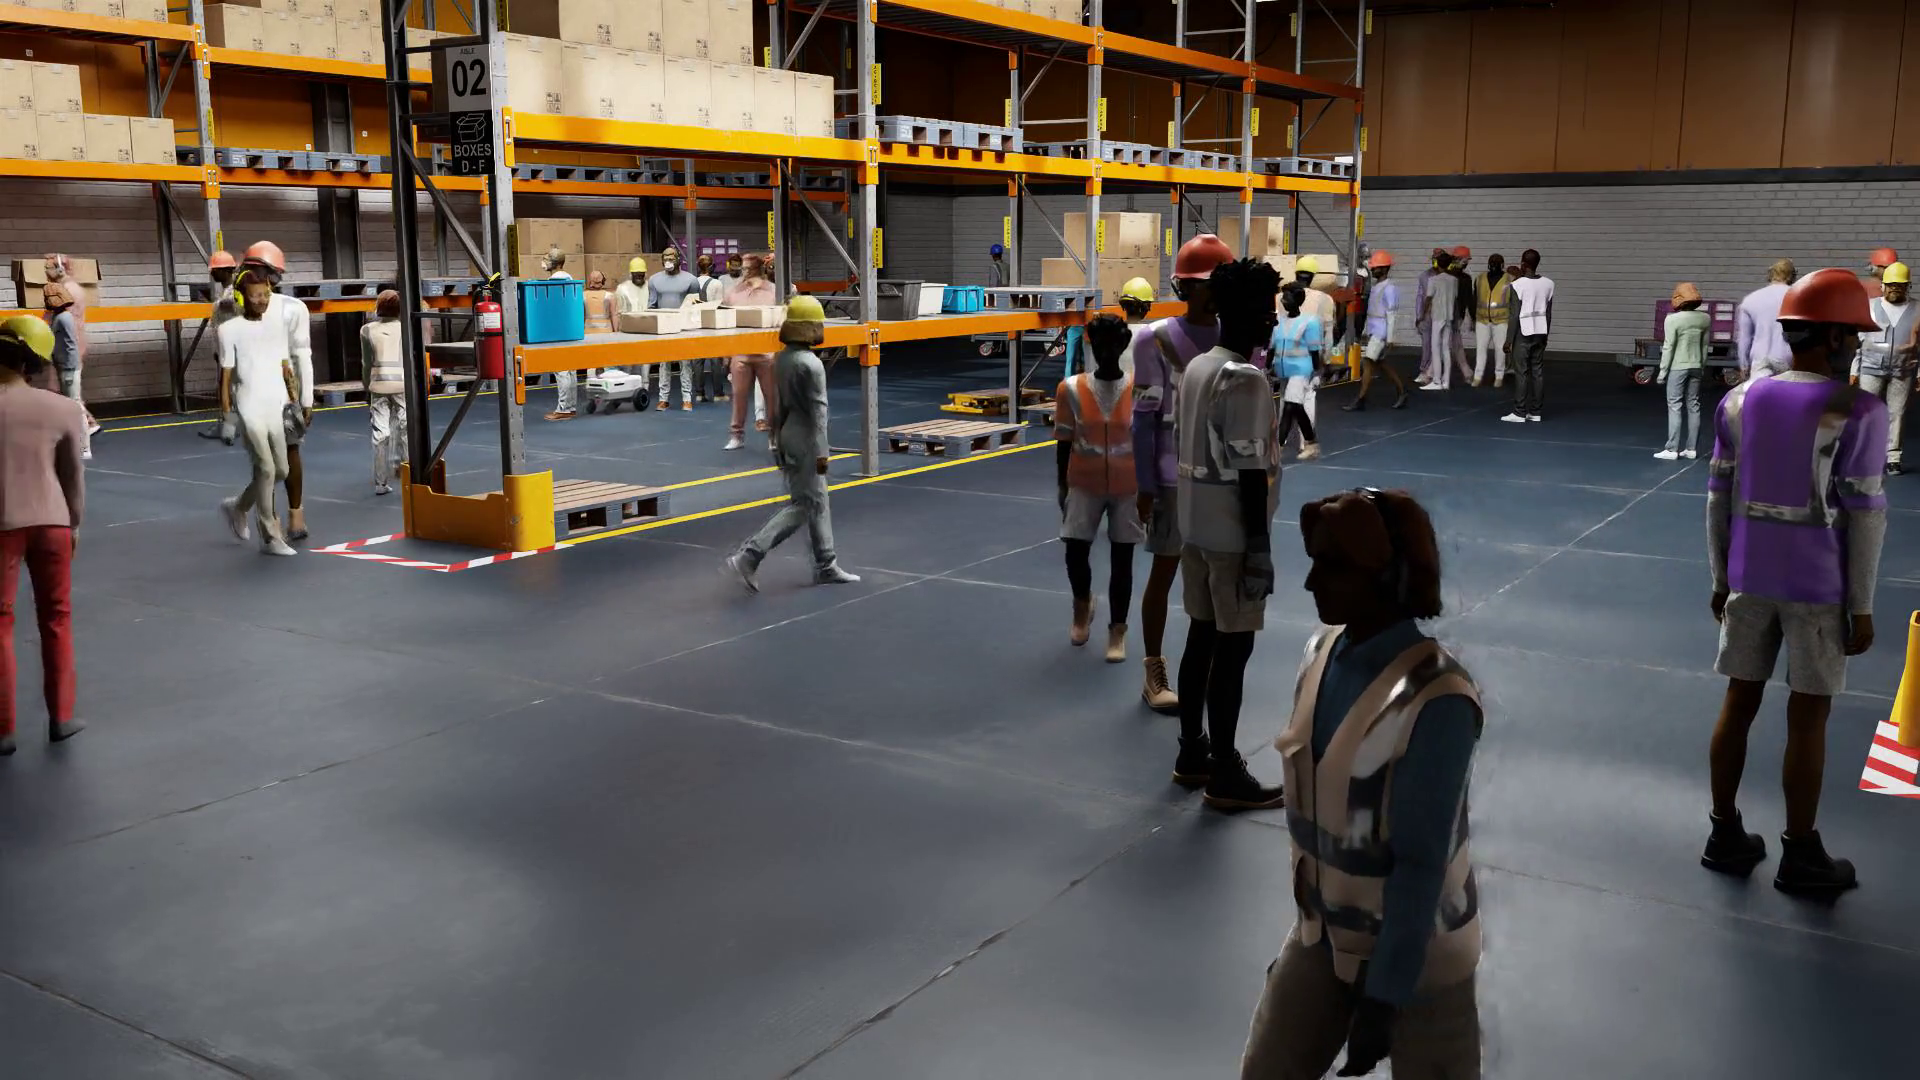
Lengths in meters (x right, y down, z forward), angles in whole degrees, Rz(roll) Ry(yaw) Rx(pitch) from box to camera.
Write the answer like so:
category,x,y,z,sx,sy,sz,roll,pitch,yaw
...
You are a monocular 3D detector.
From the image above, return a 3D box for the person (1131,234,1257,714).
category,x,y,z,sx,sy,sz,roll,pitch,yaw
person,1.027,-0.279,7.164,0.605,2.045,0.378,-5,11,-24

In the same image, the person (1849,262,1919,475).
category,x,y,z,sx,sy,sz,roll,pitch,yaw
person,8.011,-1.471,14.360,0.600,1.829,0.404,5,11,24

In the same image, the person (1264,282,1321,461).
category,x,y,z,sx,sy,sz,roll,pitch,yaw
person,2.992,-1.507,15.065,0.891,1.643,0.541,-7,13,-35

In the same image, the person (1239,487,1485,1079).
category,x,y,z,sx,sy,sz,roll,pitch,yaw
person,0.629,0.716,2.849,0.774,1.605,0.525,-3,11,-18

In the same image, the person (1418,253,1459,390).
category,x,y,z,sx,sy,sz,roll,pitch,yaw
person,6.498,-2.955,22.557,0.609,1.850,0.385,-5,11,-24

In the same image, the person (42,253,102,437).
category,x,y,z,sx,sy,sz,roll,pitch,yaw
person,-8.881,-1.881,16.447,0.480,1.900,0.670,-4,11,-23

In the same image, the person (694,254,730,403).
category,x,y,z,sx,sy,sz,roll,pitch,yaw
person,-3.143,-2.628,20.732,0.504,1.847,0.344,3,11,18

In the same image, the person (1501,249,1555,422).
category,x,y,z,sx,sy,sz,roll,pitch,yaw
person,6.333,-2.268,18.536,0.587,1.920,0.391,-5,11,-24

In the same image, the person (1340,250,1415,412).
category,x,y,z,sx,sy,sz,roll,pitch,yaw
person,4.992,-2.466,19.674,0.899,1.909,0.560,0,10,0

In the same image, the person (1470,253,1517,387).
category,x,y,z,sx,sy,sz,roll,pitch,yaw
person,7.360,-3.033,22.993,0.629,1.842,0.429,6,12,31

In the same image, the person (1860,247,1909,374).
category,x,y,z,sx,sy,sz,roll,pitch,yaw
person,9.225,-1.972,16.804,0.628,1.959,0.972,0,10,0

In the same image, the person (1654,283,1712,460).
category,x,y,z,sx,sy,sz,roll,pitch,yaw
person,6.685,-1.556,15.382,0.497,1.633,0.288,-3,11,-18

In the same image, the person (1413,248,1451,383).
category,x,y,z,sx,sy,sz,roll,pitch,yaw
person,6.733,-3.157,23.499,0.651,1.906,0.402,8,13,38

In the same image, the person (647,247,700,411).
category,x,y,z,sx,sy,sz,roll,pitch,yaw
person,-3.388,-2.490,19.709,0.635,1.937,0.352,0,10,2

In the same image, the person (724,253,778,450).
category,x,y,z,sx,sy,sz,roll,pitch,yaw
person,-1.986,-1.810,16.051,0.647,1.906,0.403,1,10,6

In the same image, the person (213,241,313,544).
category,x,y,z,sx,sy,sz,roll,pitch,yaw
person,-4.597,-0.965,11.062,0.596,2.004,0.776,-3,11,-16

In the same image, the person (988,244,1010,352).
category,x,y,z,sx,sy,sz,roll,pitch,yaw
person,0.695,-4.391,30.233,0.401,1.941,0.616,6,12,30

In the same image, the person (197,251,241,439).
category,x,y,z,sx,sy,sz,roll,pitch,yaw
person,-7.501,-1.977,16.960,0.854,1.900,0.572,-7,12,-35

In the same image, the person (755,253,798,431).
category,x,y,z,sx,sy,sz,roll,pitch,yaw
person,-1.987,-2.105,17.726,0.584,1.882,0.337,-5,12,-27

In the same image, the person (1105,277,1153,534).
category,x,y,z,sx,sy,sz,roll,pitch,yaw
person,1.195,-0.905,11.403,0.523,1.769,0.322,6,12,29

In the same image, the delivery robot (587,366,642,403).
category,x,y,z,sx,sy,sz,roll,pitch,yaw
delivery robot,-4.066,-1.818,19.559,0.477,0.478,0.707,5,11,26

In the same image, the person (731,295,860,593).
category,x,y,z,sx,sy,sz,roll,pitch,yaw
person,-0.950,-0.545,9.552,0.784,1.714,0.493,-5,12,-27

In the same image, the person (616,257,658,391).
category,x,y,z,sx,sy,sz,roll,pitch,yaw
person,-4.084,-2.699,21.237,0.596,1.810,0.428,-4,11,-23

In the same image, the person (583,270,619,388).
category,x,y,z,sx,sy,sz,roll,pitch,yaw
person,-4.595,-2.604,21.170,0.525,1.639,0.307,0,10,1

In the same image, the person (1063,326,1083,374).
category,x,y,z,sx,sy,sz,roll,pitch,yaw
person,1.561,-2.780,21.384,0.396,1.917,0.635,-9,13,-40

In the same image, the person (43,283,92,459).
category,x,y,z,sx,sy,sz,roll,pitch,yaw
person,-8.249,-1.549,15.344,0.267,1.632,0.507,-7,13,-35

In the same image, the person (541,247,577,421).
category,x,y,z,sx,sy,sz,roll,pitch,yaw
person,-4.504,-2.303,18.670,0.365,1.939,0.636,1,10,3

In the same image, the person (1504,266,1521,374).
category,x,y,z,sx,sy,sz,roll,pitch,yaw
person,8.352,-3.332,25.220,0.280,1.634,0.498,2,10,11

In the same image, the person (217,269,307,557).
category,x,y,z,sx,sy,sz,roll,pitch,yaw
person,-4.582,-0.829,10.774,0.711,1.846,0.521,5,11,27

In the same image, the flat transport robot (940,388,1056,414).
category,x,y,z,sx,sy,sz,roll,pitch,yaw
flat transport robot,0.477,-1.658,19.724,0.652,0.197,1.431,9,13,40

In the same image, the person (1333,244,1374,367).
category,x,y,z,sx,sy,sz,roll,pitch,yaw
person,6.266,-3.767,26.503,0.703,2.000,0.984,-8,13,-39

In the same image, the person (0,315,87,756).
category,x,y,z,sx,sy,sz,roll,pitch,yaw
person,-3.813,-0.017,6.607,0.368,1.721,0.695,8,13,38

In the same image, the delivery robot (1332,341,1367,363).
category,x,y,z,sx,sy,sz,roll,pitch,yaw
delivery robot,5.887,-2.842,25.236,0.707,0.478,0.477,-5,11,-25

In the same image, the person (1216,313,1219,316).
category,x,y,z,sx,sy,sz,roll,pitch,yaw
person,4.120,-3.593,26.091,0.429,1.845,0.621,0,10,2

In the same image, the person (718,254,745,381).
category,x,y,z,sx,sy,sz,roll,pitch,yaw
person,-3.158,-3.086,23.300,0.552,1.837,0.553,1,10,7

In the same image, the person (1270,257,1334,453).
category,x,y,z,sx,sy,sz,roll,pitch,yaw
person,3.293,-1.792,16.063,0.610,1.858,1.003,1,10,7

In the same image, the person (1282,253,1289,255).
category,x,y,z,sx,sy,sz,roll,pitch,yaw
person,5.289,-3.769,27.048,0.584,1.896,0.526,-3,11,-15

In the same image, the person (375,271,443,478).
category,x,y,z,sx,sy,sz,roll,pitch,yaw
person,-4.584,-1.387,13.990,0.629,1.797,0.823,2,10,13

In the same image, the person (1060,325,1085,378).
category,x,y,z,sx,sy,sz,roll,pitch,yaw
person,1.515,-2.623,20.707,0.569,1.843,0.373,1,10,3

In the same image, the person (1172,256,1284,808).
category,x,y,z,sx,sy,sz,roll,pitch,yaw
person,0.972,-0.025,5.988,0.361,1.957,0.618,-3,11,-14

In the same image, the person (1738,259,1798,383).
category,x,y,z,sx,sy,sz,roll,pitch,yaw
person,7.333,-1.584,14.933,0.697,1.864,1.047,7,12,33

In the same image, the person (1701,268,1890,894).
category,x,y,z,sx,sy,sz,roll,pitch,yaw
person,2.617,0.128,5.215,0.374,1.934,0.548,-6,12,-31

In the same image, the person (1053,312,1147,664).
category,x,y,z,sx,sy,sz,roll,pitch,yaw
person,0.709,-0.245,7.977,0.537,1.689,0.356,1,10,7

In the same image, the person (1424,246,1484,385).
category,x,y,z,sx,sy,sz,roll,pitch,yaw
person,6.959,-3.135,23.297,1.042,1.936,0.647,-4,11,-19

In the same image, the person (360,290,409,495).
category,x,y,z,sx,sy,sz,roll,pitch,yaw
person,-4.490,-1.161,13.198,0.518,1.634,0.311,1,10,3
